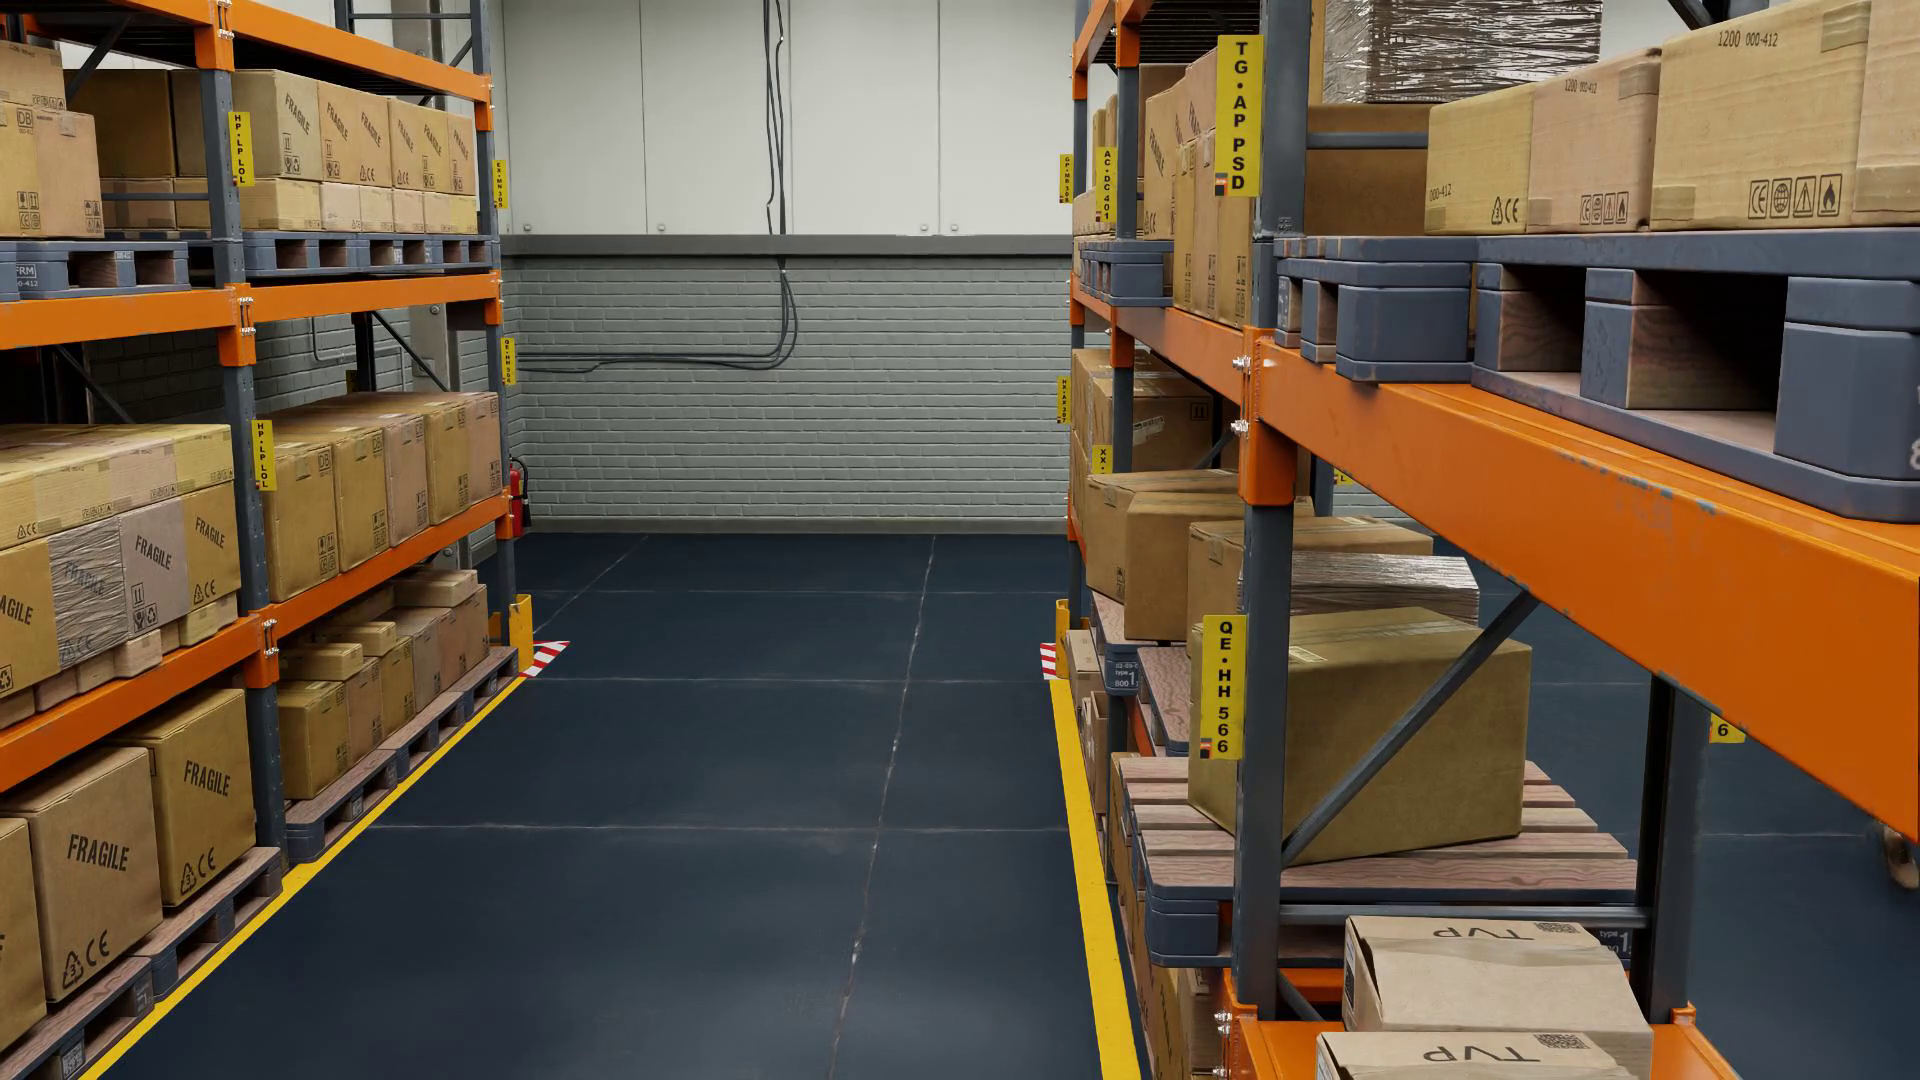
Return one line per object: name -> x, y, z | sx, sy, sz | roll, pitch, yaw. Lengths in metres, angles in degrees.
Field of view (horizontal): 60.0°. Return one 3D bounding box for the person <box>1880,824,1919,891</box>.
person -> 4.433, 0.757, 7.265 | 0.611, 2.018, 0.835 | 0, 10, 1
